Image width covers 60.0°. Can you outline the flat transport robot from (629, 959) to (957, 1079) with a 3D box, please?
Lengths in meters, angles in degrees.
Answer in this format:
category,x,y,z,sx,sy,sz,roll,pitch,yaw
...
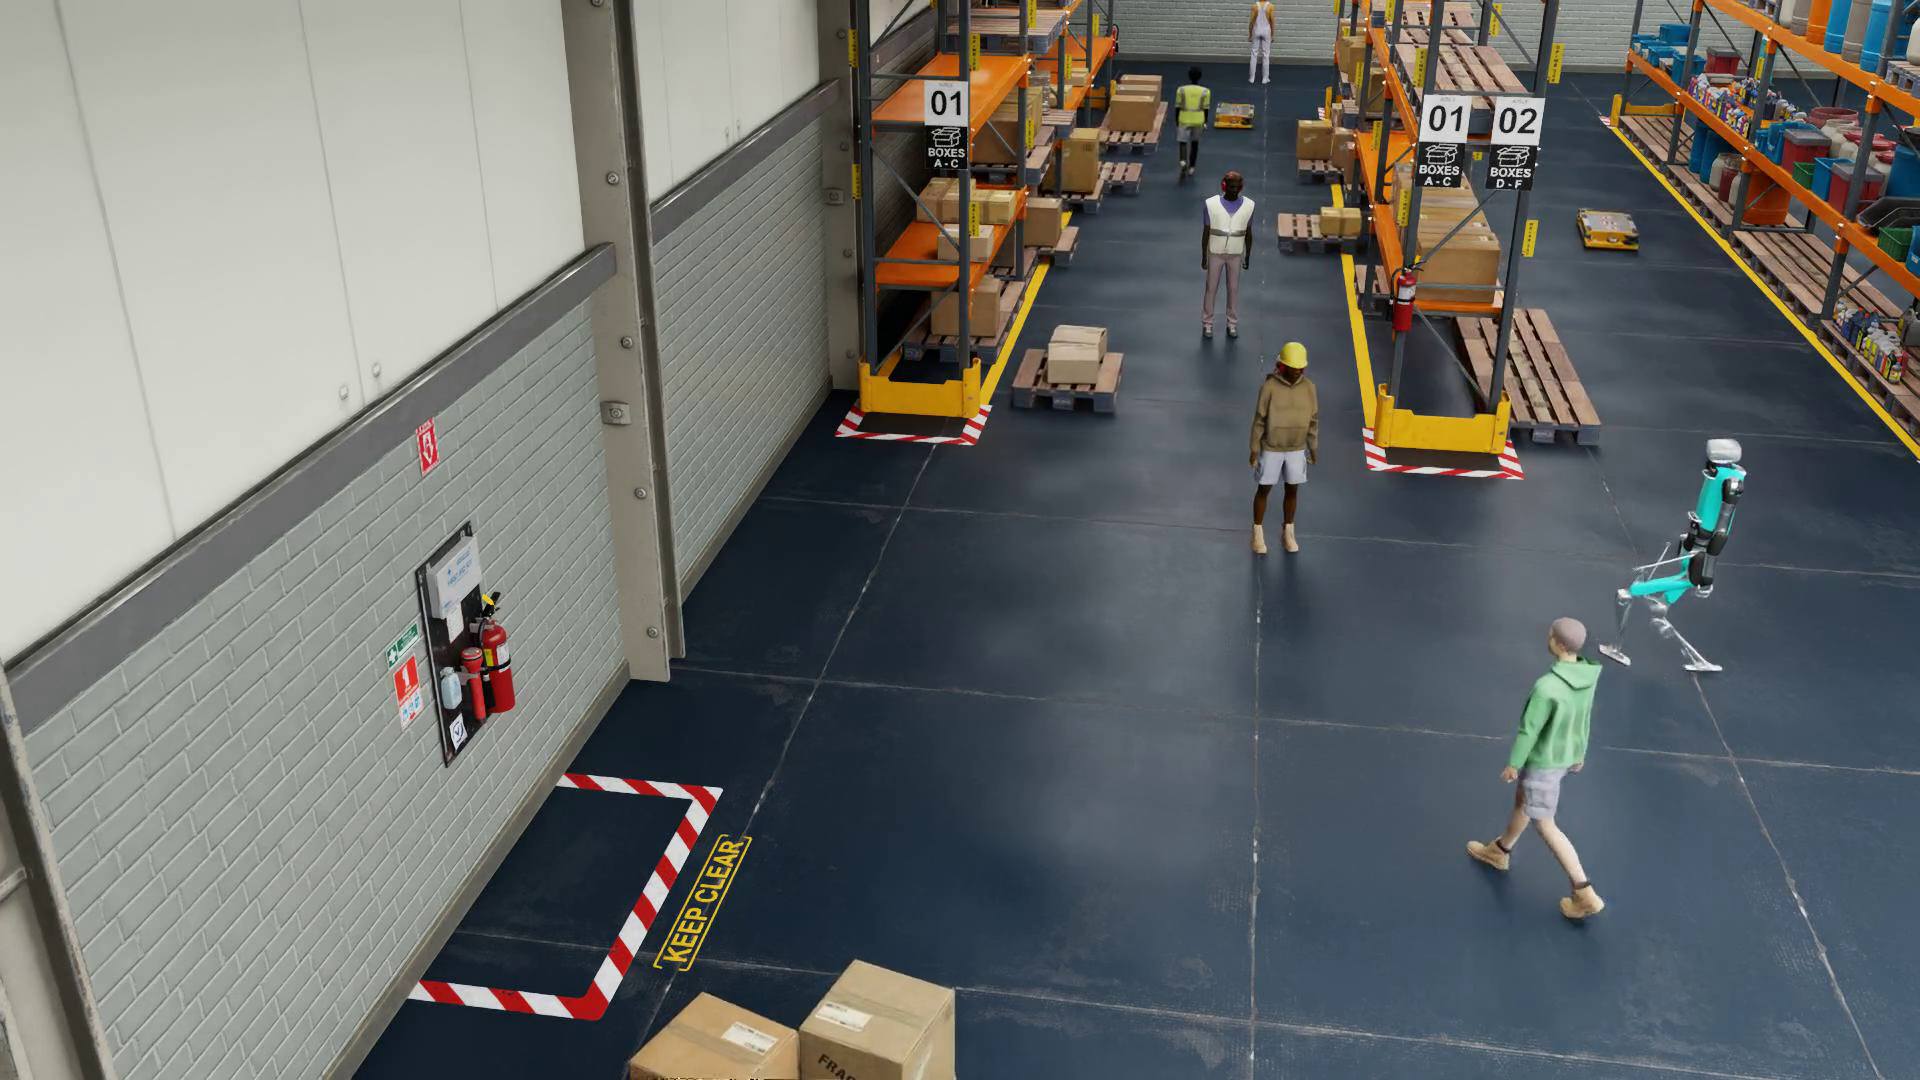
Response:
category,x,y,z,sx,sy,sz,roll,pitch,yaw
flat transport robot,-0.757,2.808,7.348,0.659,0.231,1.431,9,26,18

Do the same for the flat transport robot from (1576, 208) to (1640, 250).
category,x,y,z,sx,sy,sz,roll,pitch,yaw
flat transport robot,8.658,-4.154,22.247,0.659,0.231,1.431,6,26,13

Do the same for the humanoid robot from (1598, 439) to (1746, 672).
category,x,y,z,sx,sy,sz,roll,pitch,yaw
humanoid robot,4.817,0.148,11.386,1.034,1.780,0.540,4,25,8

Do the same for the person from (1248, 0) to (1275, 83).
category,x,y,z,sx,sy,sz,roll,pitch,yaw
person,5.966,-9.996,32.869,0.504,1.863,0.373,6,26,13

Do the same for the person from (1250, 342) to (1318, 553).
category,x,y,z,sx,sy,sz,roll,pitch,yaw
person,2.563,-0.745,13.198,0.549,1.756,0.413,-2,25,-4

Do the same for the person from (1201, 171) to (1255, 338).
category,x,y,z,sx,sy,sz,roll,pitch,yaw
person,2.909,-3.125,18.196,0.559,1.839,0.388,-1,25,-3

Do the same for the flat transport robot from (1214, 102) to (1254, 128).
category,x,y,z,sx,sy,sz,roll,pitch,yaw
flat transport robot,4.857,-7.499,29.408,0.659,0.231,1.431,4,25,9

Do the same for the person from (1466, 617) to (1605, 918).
category,x,y,z,sx,sy,sz,roll,pitch,yaw
person,3.242,1.217,9.051,0.480,1.705,0.876,-18,30,-33

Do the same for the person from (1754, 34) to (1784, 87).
category,x,y,z,sx,sy,sz,roll,pitch,yaw
person,15.834,-9.757,32.469,0.299,1.772,0.523,-18,31,-34

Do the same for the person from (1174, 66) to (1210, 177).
category,x,y,z,sx,sy,sz,roll,pitch,yaw
person,3.518,-6.335,25.246,0.536,1.672,0.641,3,25,6
